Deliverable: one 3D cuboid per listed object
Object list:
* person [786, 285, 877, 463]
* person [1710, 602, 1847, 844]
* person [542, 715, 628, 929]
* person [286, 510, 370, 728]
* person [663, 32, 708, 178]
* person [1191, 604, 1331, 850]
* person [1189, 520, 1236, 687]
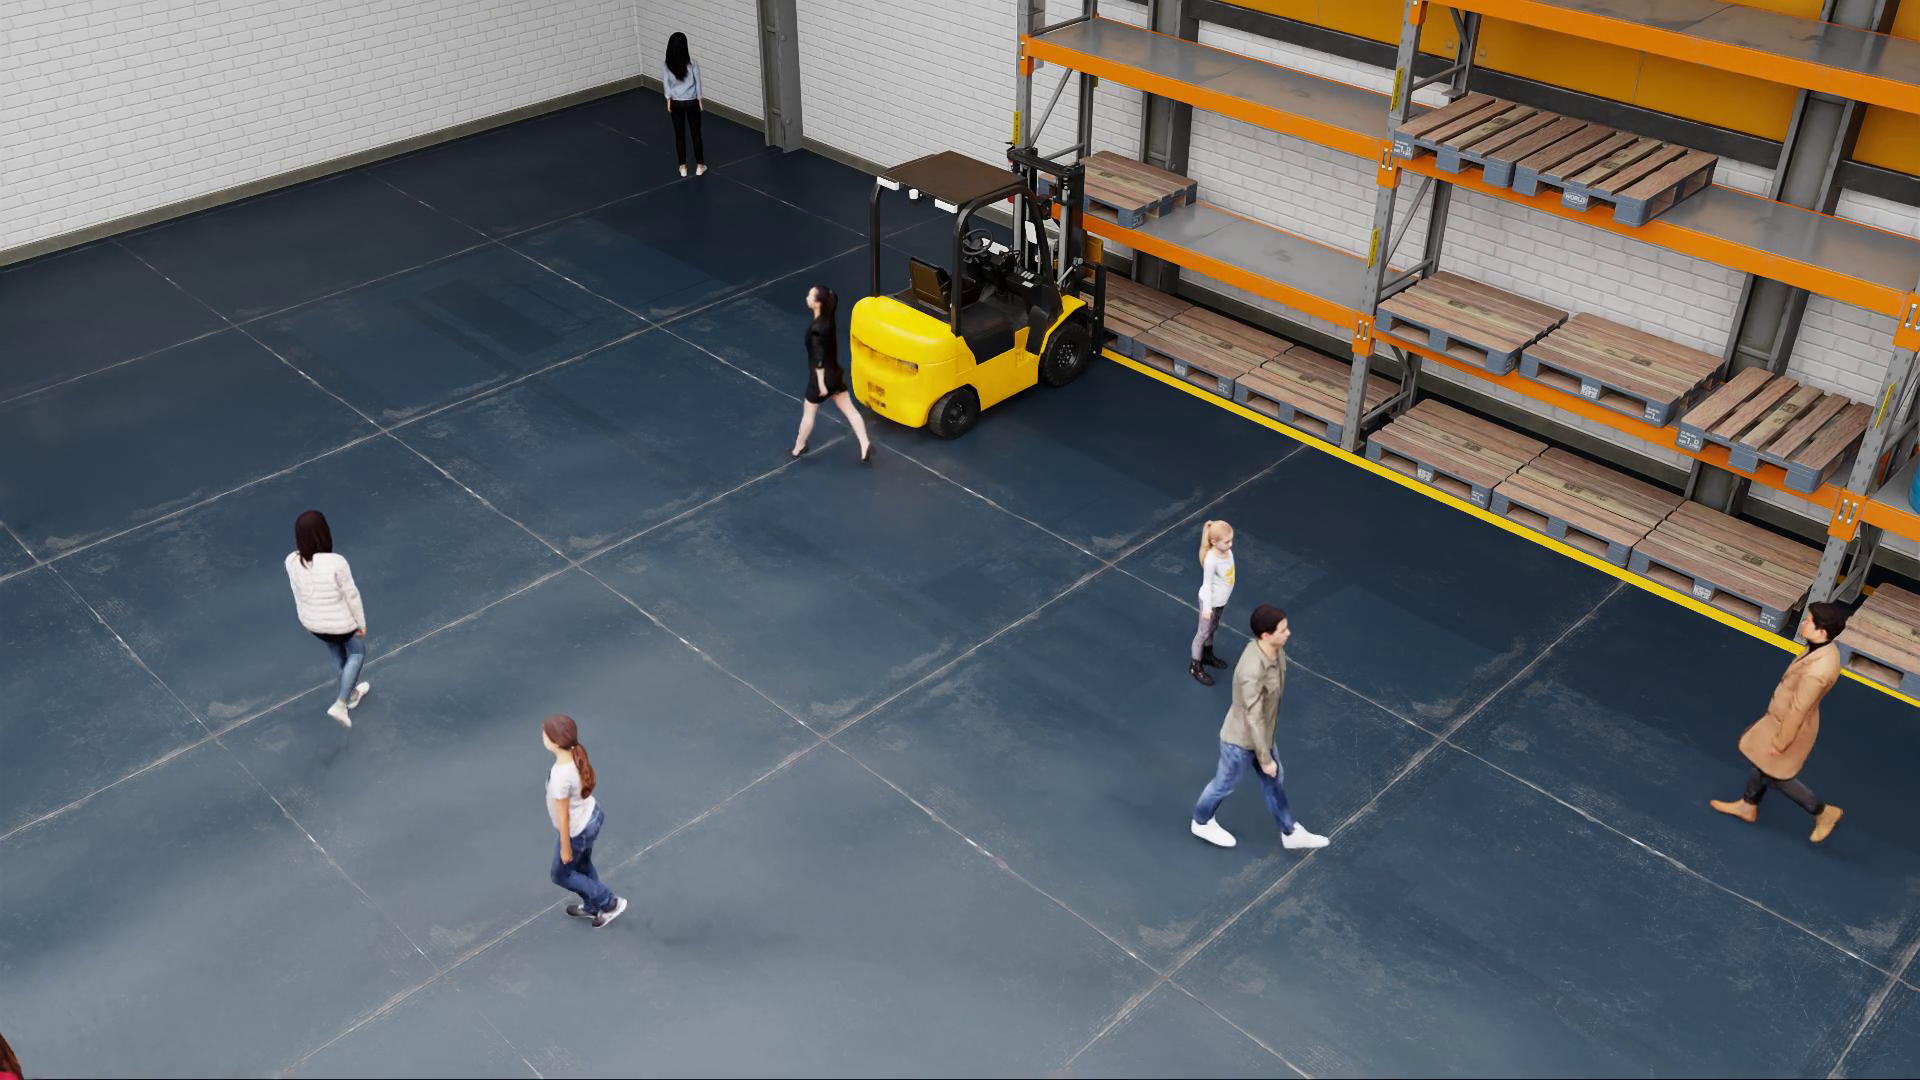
[{"bbox_3d":[-1.033,-1.353,14.016,1.115,1.658,0.890,10,35,15],"label":"person"},{"bbox_3d":[5.188,1.154,10.203,1.050,1.704,0.853,15,36,21],"label":"person"},{"bbox_3d":[-2.149,1.651,9.599,0.773,1.544,0.709,3,34,4],"label":"person"},{"bbox_3d":[-4.246,0.559,11.169,0.929,1.625,0.961,3,34,5],"label":"person"},{"bbox_3d":[-3.262,-5.165,19.704,0.688,1.710,0.736,-2,34,-4],"label":"person"},{"bbox_3d":[1.663,1.159,10.084,1.169,1.827,0.898,18,37,25],"label":"person"},{"bbox_3d":[1.779,0.407,11.711,0.539,1.278,0.533,20,38,27],"label":"person"}]
